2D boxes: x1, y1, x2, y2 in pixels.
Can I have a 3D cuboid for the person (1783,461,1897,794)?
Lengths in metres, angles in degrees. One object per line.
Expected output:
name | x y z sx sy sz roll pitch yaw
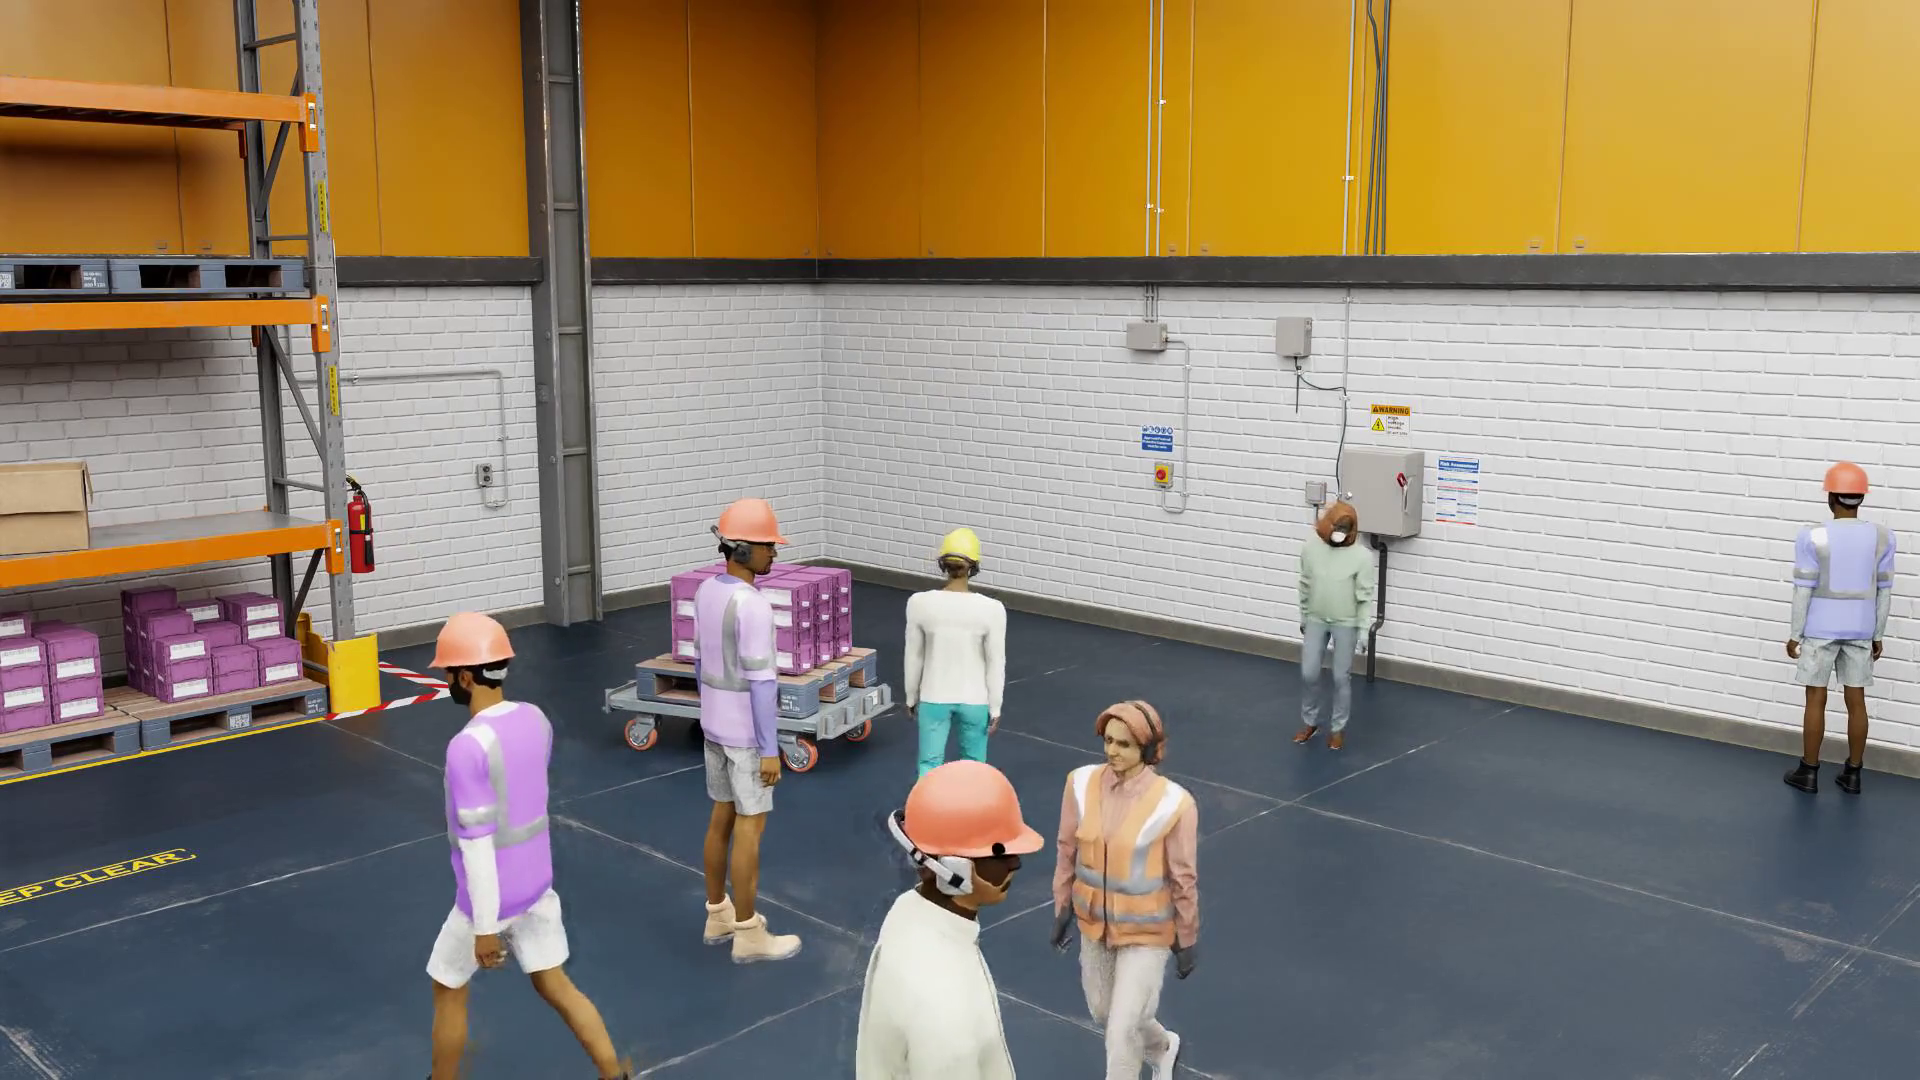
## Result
person | 5.061 0.510 9.609 0.543 1.941 0.353 1 9 6

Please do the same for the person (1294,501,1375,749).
person | 2.359 0.536 10.440 0.517 1.604 0.453 6 11 31

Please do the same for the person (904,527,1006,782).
person | -0.040 0.816 8.334 0.526 1.751 0.690 1 9 9

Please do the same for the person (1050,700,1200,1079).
person | 0.592 1.313 5.688 0.518 1.616 0.750 8 12 39

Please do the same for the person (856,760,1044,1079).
person | -0.026 1.452 3.705 0.449 1.979 0.614 0 9 1

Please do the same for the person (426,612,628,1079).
person | -1.538 1.176 5.729 0.996 1.886 0.549 3 10 19

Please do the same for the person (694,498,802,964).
person | -0.943 0.829 7.343 0.393 2.040 0.611 -6 11 -32
